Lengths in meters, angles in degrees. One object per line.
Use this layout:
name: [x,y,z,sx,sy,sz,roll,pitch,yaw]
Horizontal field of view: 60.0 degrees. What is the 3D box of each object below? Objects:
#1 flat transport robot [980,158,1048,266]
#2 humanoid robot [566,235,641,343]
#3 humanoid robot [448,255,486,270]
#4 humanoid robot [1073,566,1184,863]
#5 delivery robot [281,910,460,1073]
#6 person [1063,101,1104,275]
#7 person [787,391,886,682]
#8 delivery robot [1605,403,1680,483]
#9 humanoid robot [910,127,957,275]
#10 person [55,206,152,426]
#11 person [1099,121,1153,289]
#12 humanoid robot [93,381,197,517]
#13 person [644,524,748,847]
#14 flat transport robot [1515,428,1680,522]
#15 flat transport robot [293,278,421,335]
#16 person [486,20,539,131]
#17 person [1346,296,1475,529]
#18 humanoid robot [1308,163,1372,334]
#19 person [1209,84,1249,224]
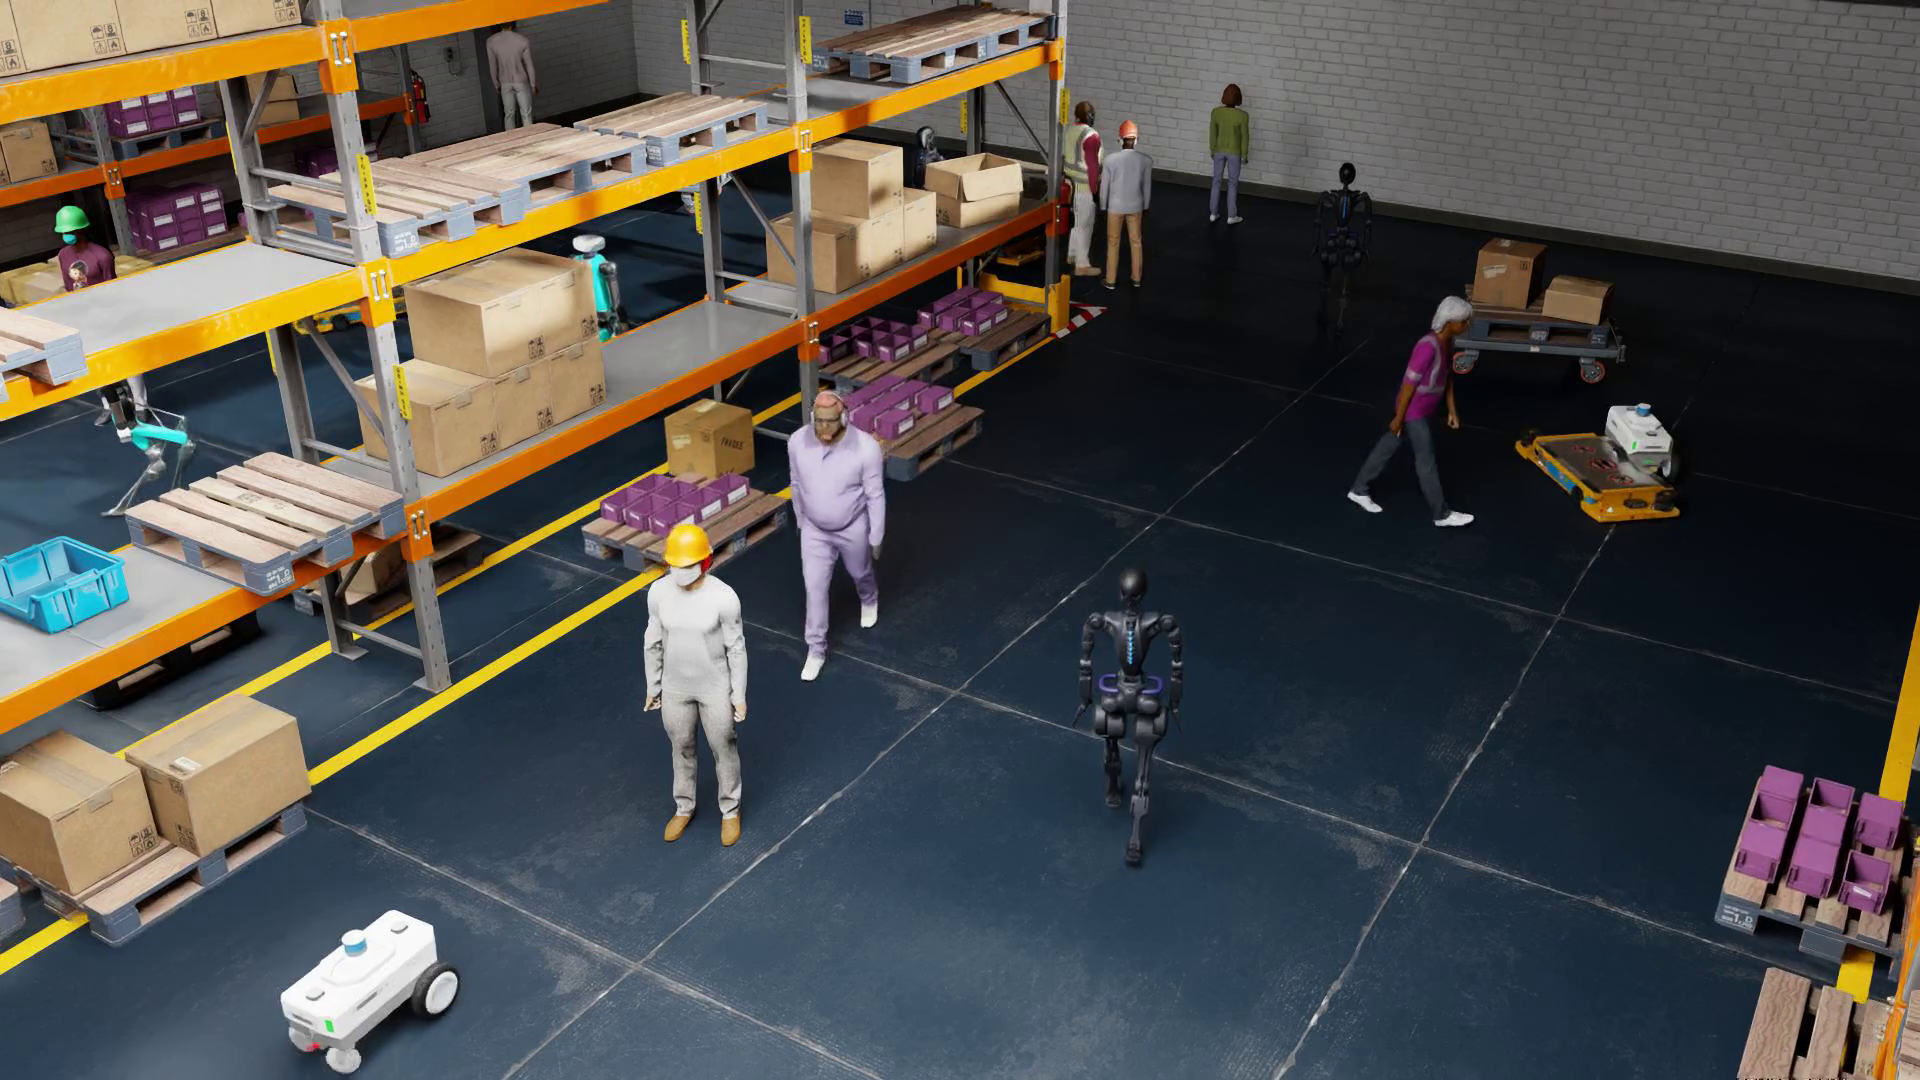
flat transport robot: [0.291,-3.386,18.871,1.431,0.231,0.659,20,33,34]
humanoid robot: [-2.885,-1.763,14.053,0.549,1.742,0.974,17,32,31]
humanoid robot: [-5.042,-3.020,16.589,0.589,1.656,0.334,0,27,1]
humanoid robot: [0.914,0.884,8.955,0.602,1.629,0.793,3,27,7]
delivery robot: [-2.785,2.073,7.792,0.526,0.590,0.762,14,30,25]
person: [1.339,-3.818,18.027,0.434,1.806,0.680,-9,28,-16]
person: [-0.771,-0.123,10.691,0.655,1.862,0.995,6,27,11]
delivery robot: [5.492,-0.805,13.461,0.506,0.587,0.759,1,27,3]
humanoid robot: [-0.306,-3.597,17.777,0.596,1.620,0.769,24,35,38]
person: [-7.281,-1.886,14.074,0.487,1.942,0.436,4,27,7]
person: [1.731,-3.534,17.536,0.561,1.741,0.366,-7,28,-13]
humanoid robot: [-6.167,-0.977,12.518,0.882,1.776,0.546,-15,30,-27]
person: [-1.406,0.773,8.878,0.562,1.898,0.352,4,27,7]
flat transport robot: [5.060,-0.535,13.252,0.659,0.231,1.431,-4,27,-8]
flat transport robot: [-6.085,-2.385,16.897,1.431,0.231,0.659,-19,33,-33]
person: [-6.023,-6.167,22.507,0.627,1.940,0.371,2,27,3]
person: [3.457,-0.972,12.441,1.056,1.769,0.496,13,30,25]
humanoid robot: [3.750,-2.896,16.359,0.613,1.638,0.671,4,27,8]
person: [3.180,-4.573,19.694,0.499,1.636,0.282,16,31,29]
